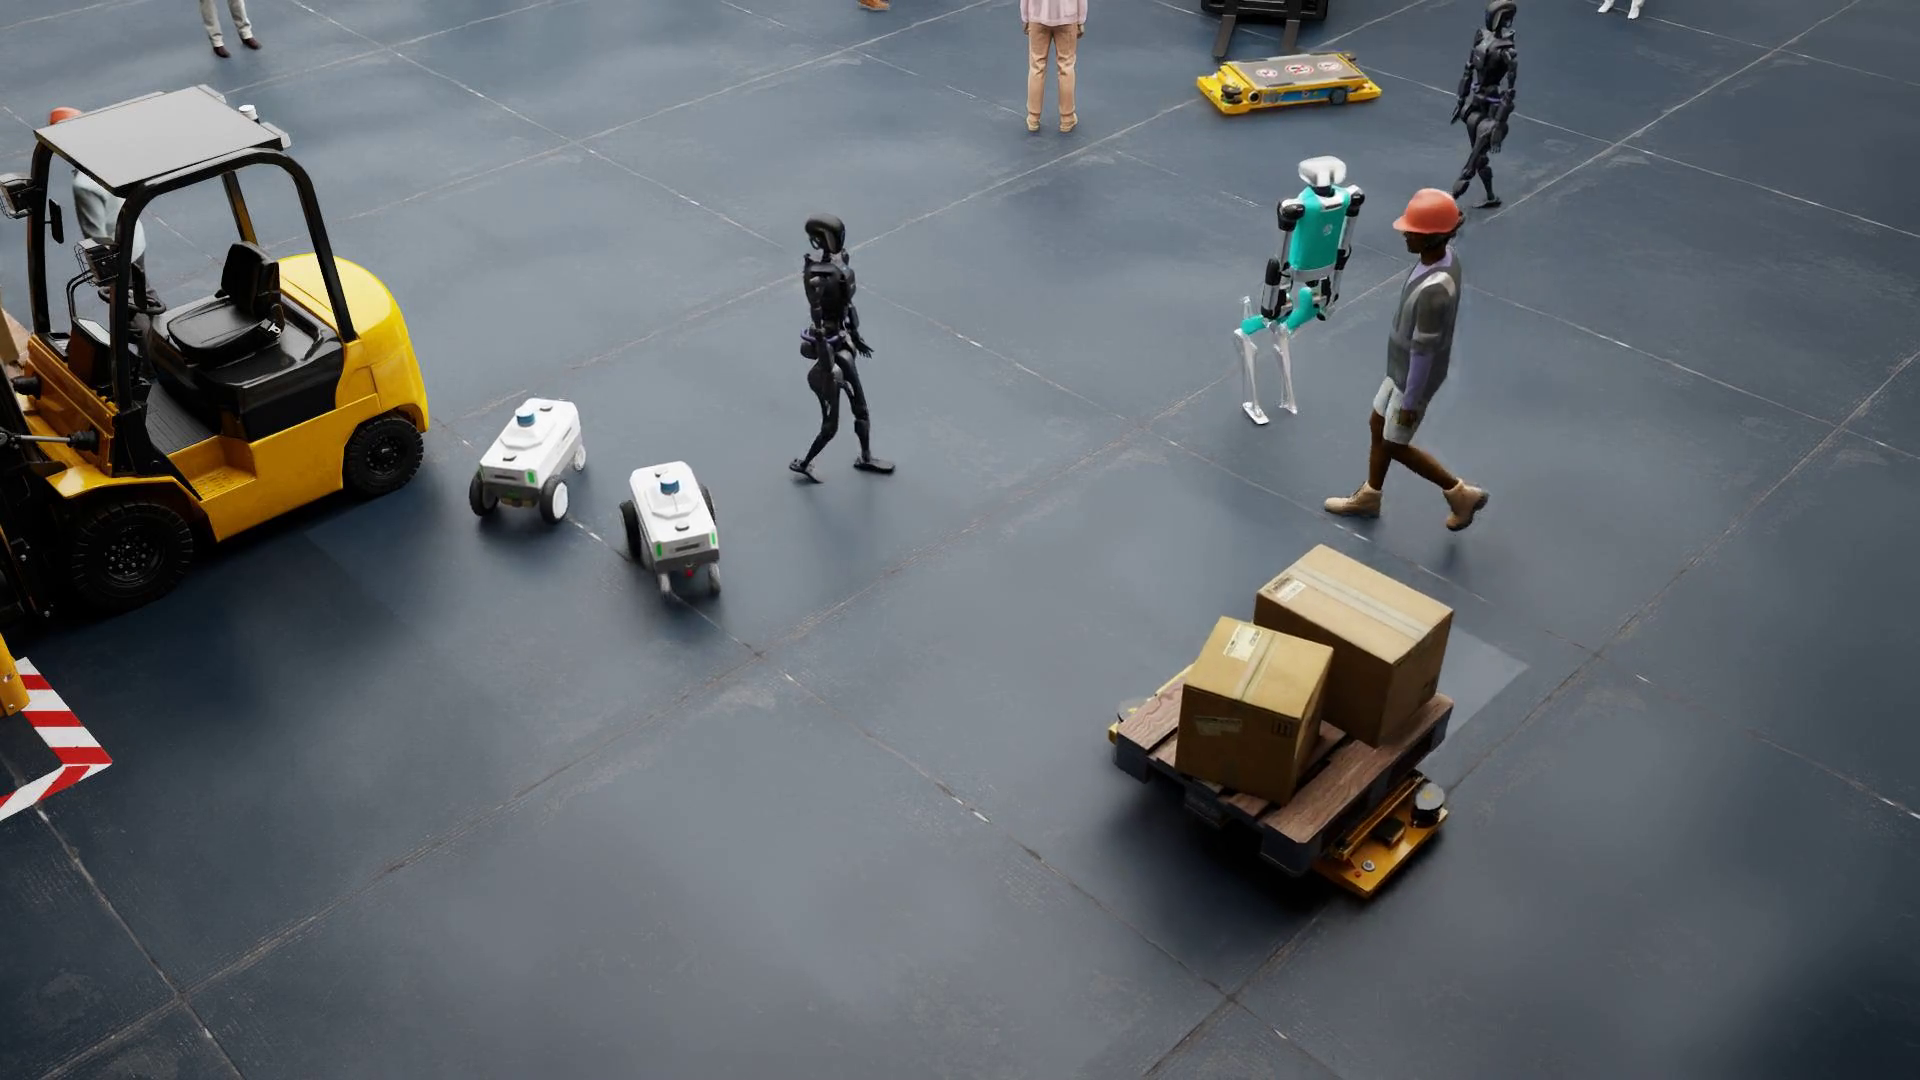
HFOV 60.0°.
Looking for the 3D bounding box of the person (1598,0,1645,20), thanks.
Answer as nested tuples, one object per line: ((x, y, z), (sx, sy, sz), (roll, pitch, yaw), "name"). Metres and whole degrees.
((6.344, -5.709, 15.500), (0.519, 1.632, 0.313), (23, 43, 28), "person")

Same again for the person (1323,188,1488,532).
((2.458, -0.888, 8.730), (0.757, 2.017, 0.608), (9, 38, 12), "person")

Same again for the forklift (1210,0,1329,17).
((3.106, -6.400, 15.960), (1.214, 2.155, 2.313), (8, 37, 10), "forklift")

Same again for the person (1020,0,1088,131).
((0.744, -4.129, 13.257), (0.535, 1.782, 0.398), (4, 37, 6), "person")

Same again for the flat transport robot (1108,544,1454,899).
((1.443, 1.036, 7.610), (1.431, 0.231, 0.659), (30, 46, 34), "flat transport robot")

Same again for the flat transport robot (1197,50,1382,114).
((2.817, -3.917, 14.240), (1.431, 0.231, 0.659), (-9, 38, -12), "flat transport robot")

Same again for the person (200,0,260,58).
((-6.616, -5.177, 14.674), (0.389, 1.778, 0.535), (28, 45, 32), "person")

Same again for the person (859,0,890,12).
((-0.794, -6.061, 15.764), (0.628, 1.886, 0.655), (30, 46, 34), "person")

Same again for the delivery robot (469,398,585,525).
((-2.420, -0.454, 9.380), (0.499, 0.612, 0.801), (7, 37, 9), "delivery robot")

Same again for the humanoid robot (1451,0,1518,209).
((3.751, -3.090, 11.991), (0.774, 1.622, 0.610), (-12, 38, -15), "humanoid robot")

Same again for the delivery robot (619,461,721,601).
((-1.530, -0.091, 8.894), (0.499, 0.611, 0.815), (-12, 39, -16), "delivery robot")

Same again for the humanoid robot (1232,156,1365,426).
((1.893, -1.471, 9.753), (0.536, 1.787, 0.756), (-16, 39, -20), "humanoid robot")

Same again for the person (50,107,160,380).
((-5.187, -1.807, 10.187), (0.347, 1.739, 0.571), (-3, 37, -4), "person")

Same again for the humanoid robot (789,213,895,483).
((-0.696, -1.046, 9.232), (0.555, 1.649, 0.601), (9, 38, 12), "humanoid robot")

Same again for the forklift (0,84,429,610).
((-4.145, -1.093, 8.856), (2.313, 2.155, 1.214), (-31, 47, -34), "forklift")
